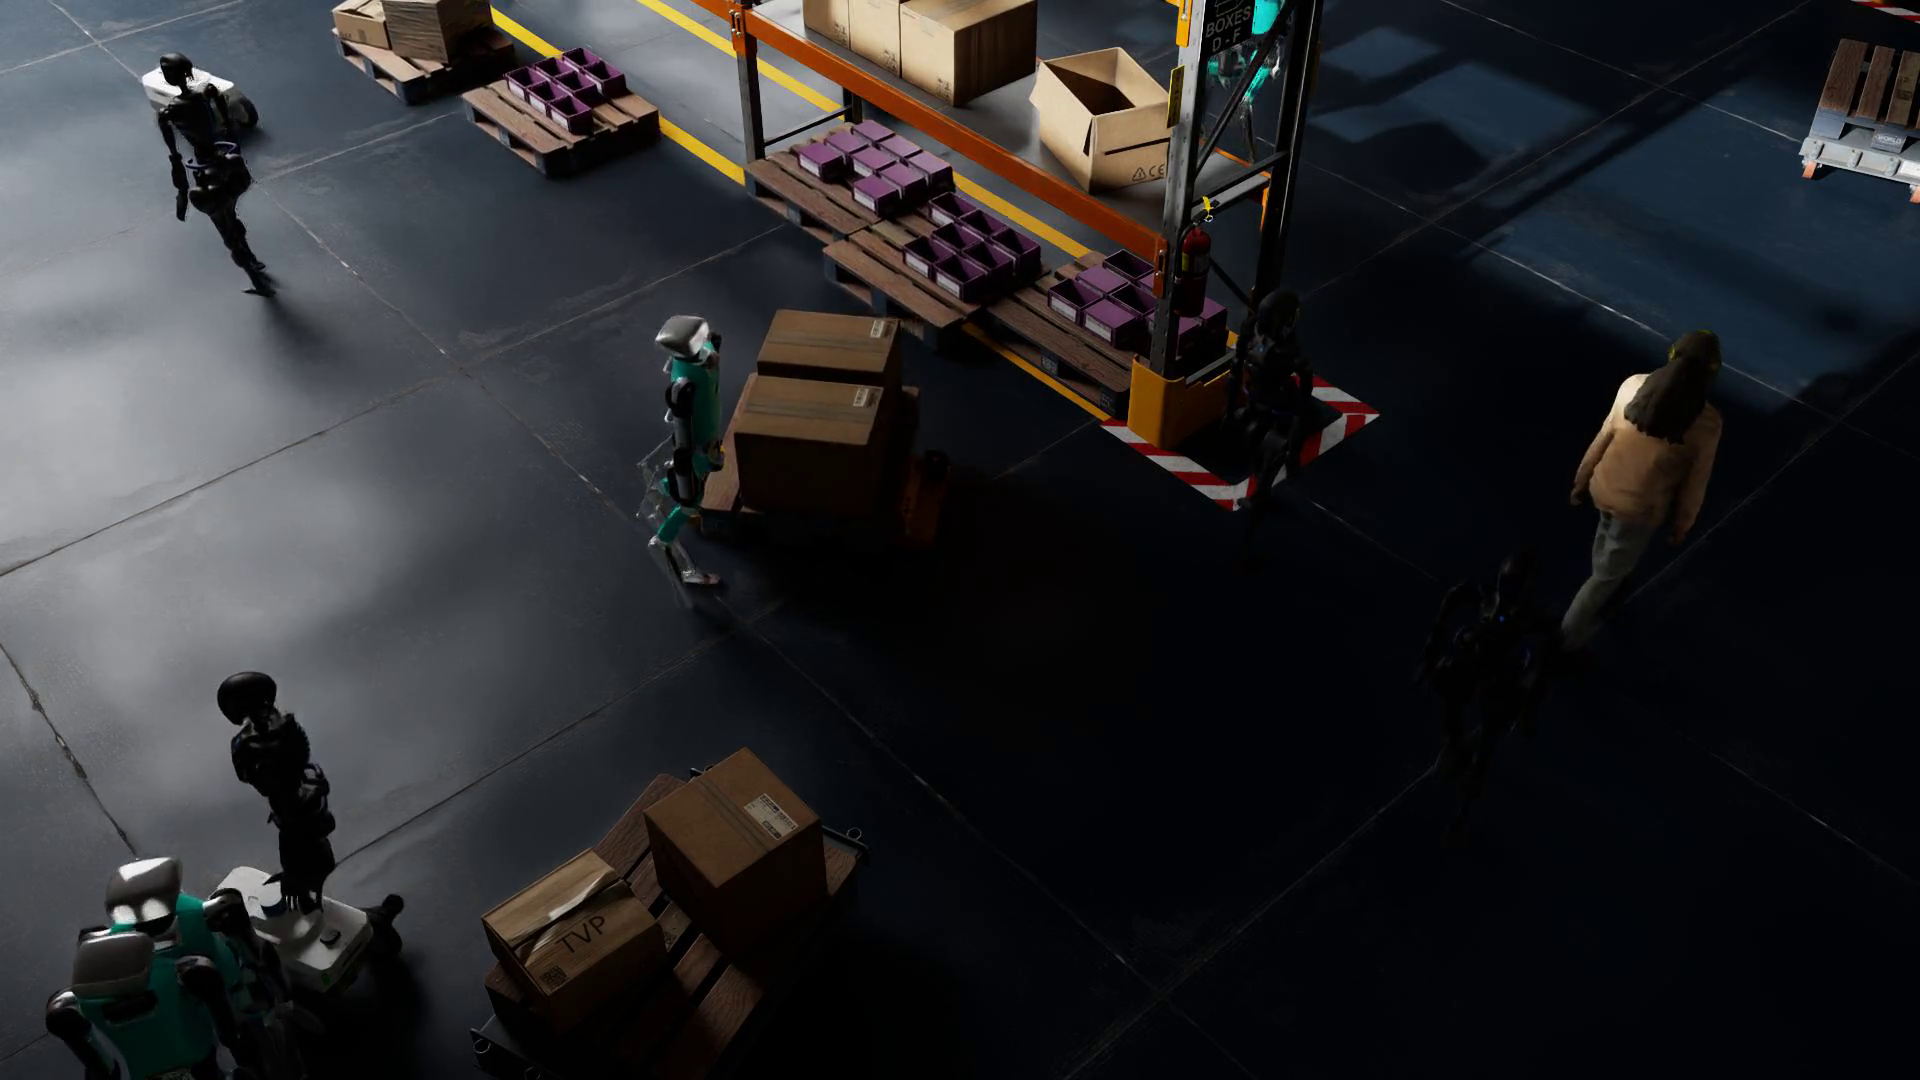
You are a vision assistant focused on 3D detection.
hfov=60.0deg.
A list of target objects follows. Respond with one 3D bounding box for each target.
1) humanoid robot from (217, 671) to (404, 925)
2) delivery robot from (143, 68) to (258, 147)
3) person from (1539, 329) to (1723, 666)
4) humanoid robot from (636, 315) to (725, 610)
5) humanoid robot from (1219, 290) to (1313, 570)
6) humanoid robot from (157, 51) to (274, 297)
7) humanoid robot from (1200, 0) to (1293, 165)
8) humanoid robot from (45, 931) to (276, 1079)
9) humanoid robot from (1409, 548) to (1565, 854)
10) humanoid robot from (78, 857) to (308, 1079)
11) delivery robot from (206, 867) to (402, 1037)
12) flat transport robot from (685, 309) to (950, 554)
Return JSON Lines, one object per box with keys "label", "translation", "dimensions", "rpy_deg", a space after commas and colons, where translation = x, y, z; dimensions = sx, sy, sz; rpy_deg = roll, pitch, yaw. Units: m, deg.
{"label": "humanoid robot", "translation": [-2.678, 1.157, 6.808], "dimensions": [0.484, 1.632, 0.599], "rpy_deg": [-15, 45, -16]}
{"label": "delivery robot", "translation": [-5.733, -3.298, 12.477], "dimensions": [0.807, 0.604, 0.499], "rpy_deg": [22, 47, 22]}
{"label": "person", "translation": [3.296, -0.198, 8.175], "dimensions": [0.839, 1.820, 0.577], "rpy_deg": [-27, 49, -26]}
{"label": "humanoid robot", "translation": [-1.485, -0.349, 8.445], "dimensions": [0.677, 1.873, 0.540], "rpy_deg": [7, 43, 8]}
{"label": "humanoid robot", "translation": [1.614, -0.625, 8.747], "dimensions": [0.685, 1.632, 0.599], "rpy_deg": [-27, 49, -26]}
{"label": "humanoid robot", "translation": [-4.766, -2.308, 10.570], "dimensions": [0.491, 1.648, 0.596], "rpy_deg": [16, 45, 16]}
{"label": "humanoid robot", "translation": [1.954, -3.529, 11.886], "dimensions": [0.534, 1.782, 1.006], "rpy_deg": [-14, 44, -15]}
{"label": "humanoid robot", "translation": [-2.621, 2.108, 5.745], "dimensions": [0.546, 1.828, 0.668], "rpy_deg": [-14, 45, -15]}
{"label": "humanoid robot", "translation": [2.306, 0.636, 7.385], "dimensions": [0.603, 1.625, 0.764], "rpy_deg": [21, 47, 21]}
{"label": "humanoid robot", "translation": [-2.777, 1.646, 6.246], "dimensions": [0.531, 1.810, 0.740], "rpy_deg": [-14, 44, -15]}
{"label": "delivery robot", "translation": [-2.808, 1.703, 7.046], "dimensions": [0.791, 0.614, 0.499], "rpy_deg": [16, 45, 17]}
{"label": "flat transport robot", "translation": [-0.809, -0.292, 9.413], "dimensions": [1.431, 0.231, 0.659], "rpy_deg": [6, 43, 6]}
